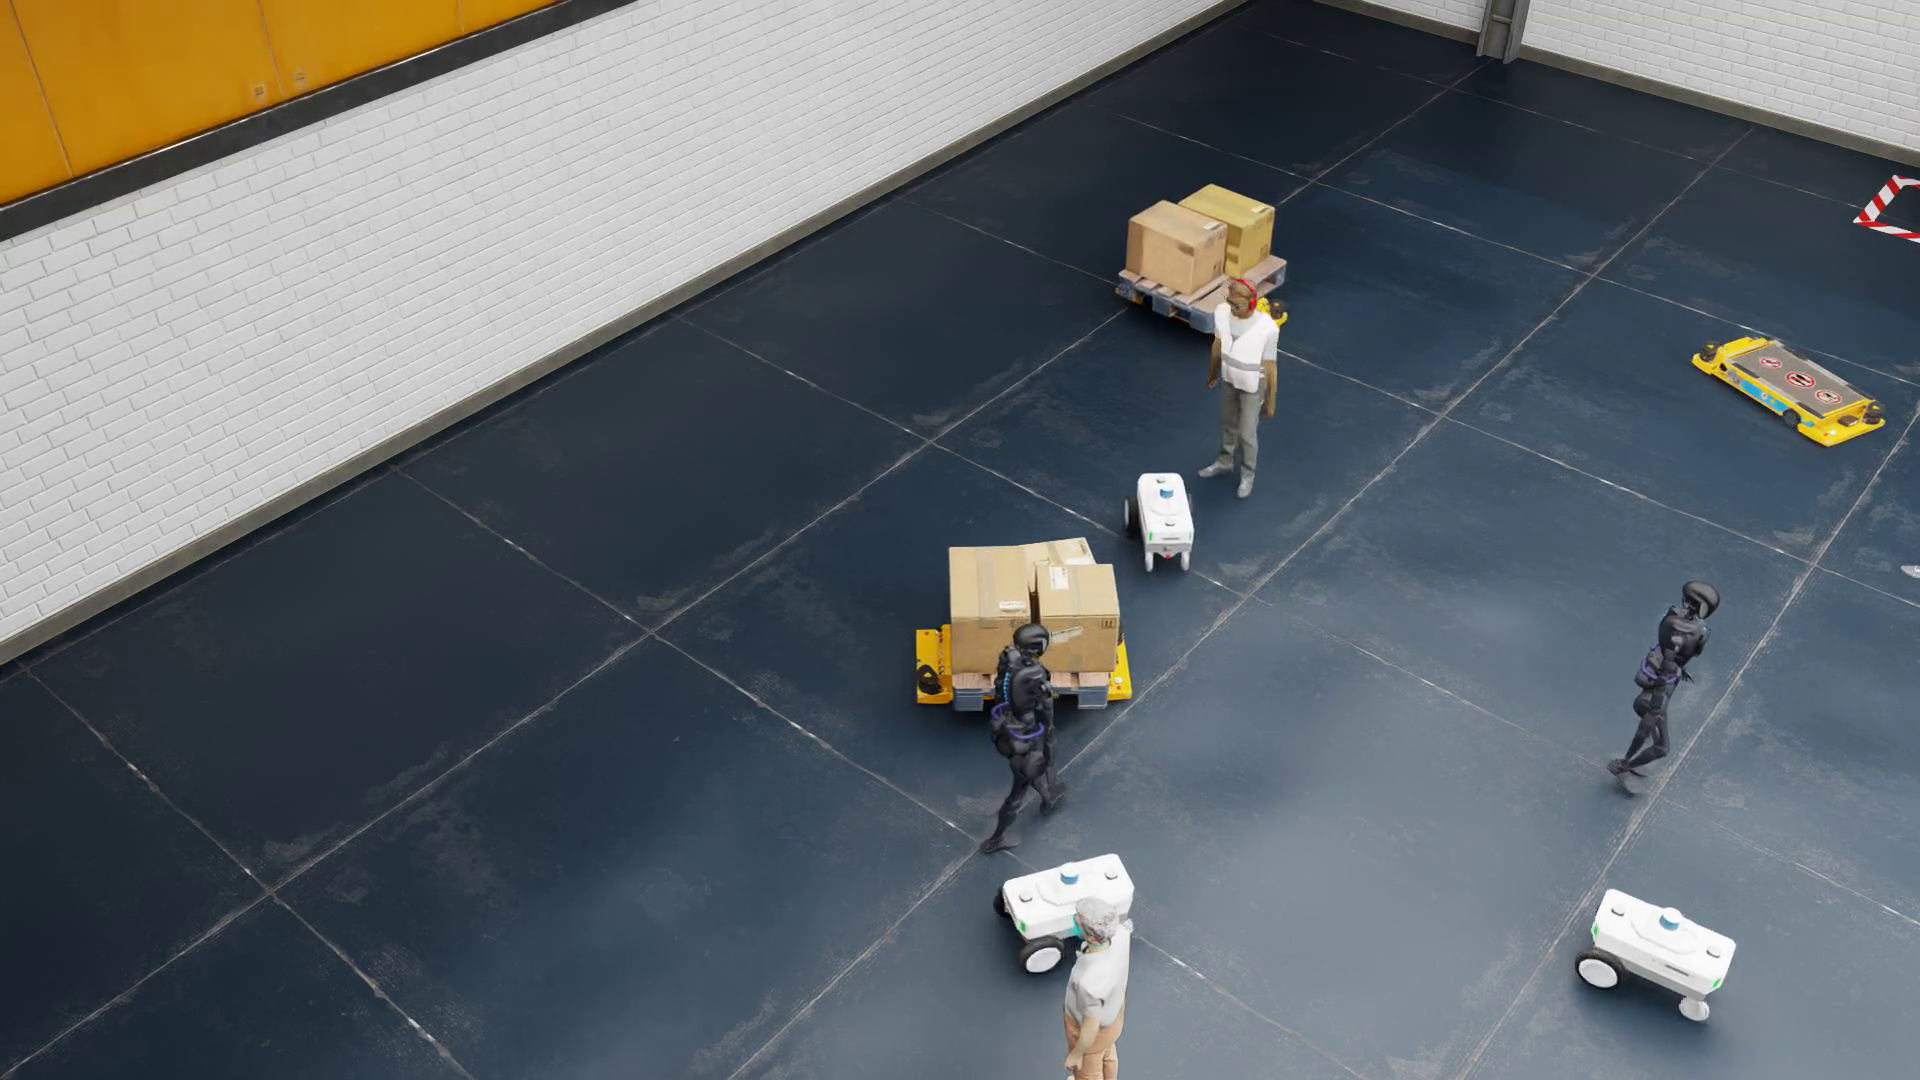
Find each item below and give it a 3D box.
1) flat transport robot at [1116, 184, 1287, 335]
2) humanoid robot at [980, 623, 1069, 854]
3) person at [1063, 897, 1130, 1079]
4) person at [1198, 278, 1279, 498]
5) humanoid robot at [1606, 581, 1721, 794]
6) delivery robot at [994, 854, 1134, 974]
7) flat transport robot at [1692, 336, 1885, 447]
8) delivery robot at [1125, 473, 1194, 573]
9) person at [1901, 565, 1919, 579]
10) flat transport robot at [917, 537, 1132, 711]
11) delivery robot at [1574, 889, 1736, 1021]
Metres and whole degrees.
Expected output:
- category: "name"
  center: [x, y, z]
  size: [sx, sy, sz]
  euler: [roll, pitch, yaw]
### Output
- category: "flat transport robot"
  center: [2.167, -2.162, 14.971]
  size: [1.431, 0.231, 0.659]
  euler: [30, 47, 31]
- category: "humanoid robot"
  center: [0.425, 1.142, 9.764]
  size: [0.712, 1.624, 0.612]
  euler: [-22, 44, -25]
- category: "person"
  center: [0.650, 2.357, 8.182]
  size: [0.305, 1.745, 0.492]
  euler: [15, 41, 18]
- category: "person"
  center: [2.130, -1.160, 12.484]
  size: [0.419, 1.833, 0.652]
  euler: [-30, 48, -32]
- category: "humanoid robot"
  center: [4.272, 0.867, 10.089]
  size: [0.305, 1.651, 0.615]
  euler: [24, 45, 27]
- category: "delivery robot"
  center: [0.598, 2.081, 9.482]
  size: [0.801, 0.602, 0.499]
  euler: [-12, 40, -14]
- category: "flat transport robot"
  center: [6.909, -1.285, 13.881]
  size: [0.659, 0.231, 1.431]
  euler: [-18, 42, -21]
- category: "delivery robot"
  center: [1.502, -0.172, 12.274]
  size: [0.499, 0.597, 0.779]
  euler: [-1, 39, -1]
- category: "person"
  center: [7.285, -0.378, 11.518]
  size: [0.762, 1.824, 0.568]
  euler: [20, 43, 23]
- category: "flat transport robot"
  center: [0.422, 0.811, 11.280]
  size: [1.431, 0.231, 0.659]
  euler: [-1, 39, -1]
- category: "delivery robot"
  center: [3.858, 2.265, 9.248]
  size: [0.779, 0.597, 0.499]
  euler: [22, 44, 25]
